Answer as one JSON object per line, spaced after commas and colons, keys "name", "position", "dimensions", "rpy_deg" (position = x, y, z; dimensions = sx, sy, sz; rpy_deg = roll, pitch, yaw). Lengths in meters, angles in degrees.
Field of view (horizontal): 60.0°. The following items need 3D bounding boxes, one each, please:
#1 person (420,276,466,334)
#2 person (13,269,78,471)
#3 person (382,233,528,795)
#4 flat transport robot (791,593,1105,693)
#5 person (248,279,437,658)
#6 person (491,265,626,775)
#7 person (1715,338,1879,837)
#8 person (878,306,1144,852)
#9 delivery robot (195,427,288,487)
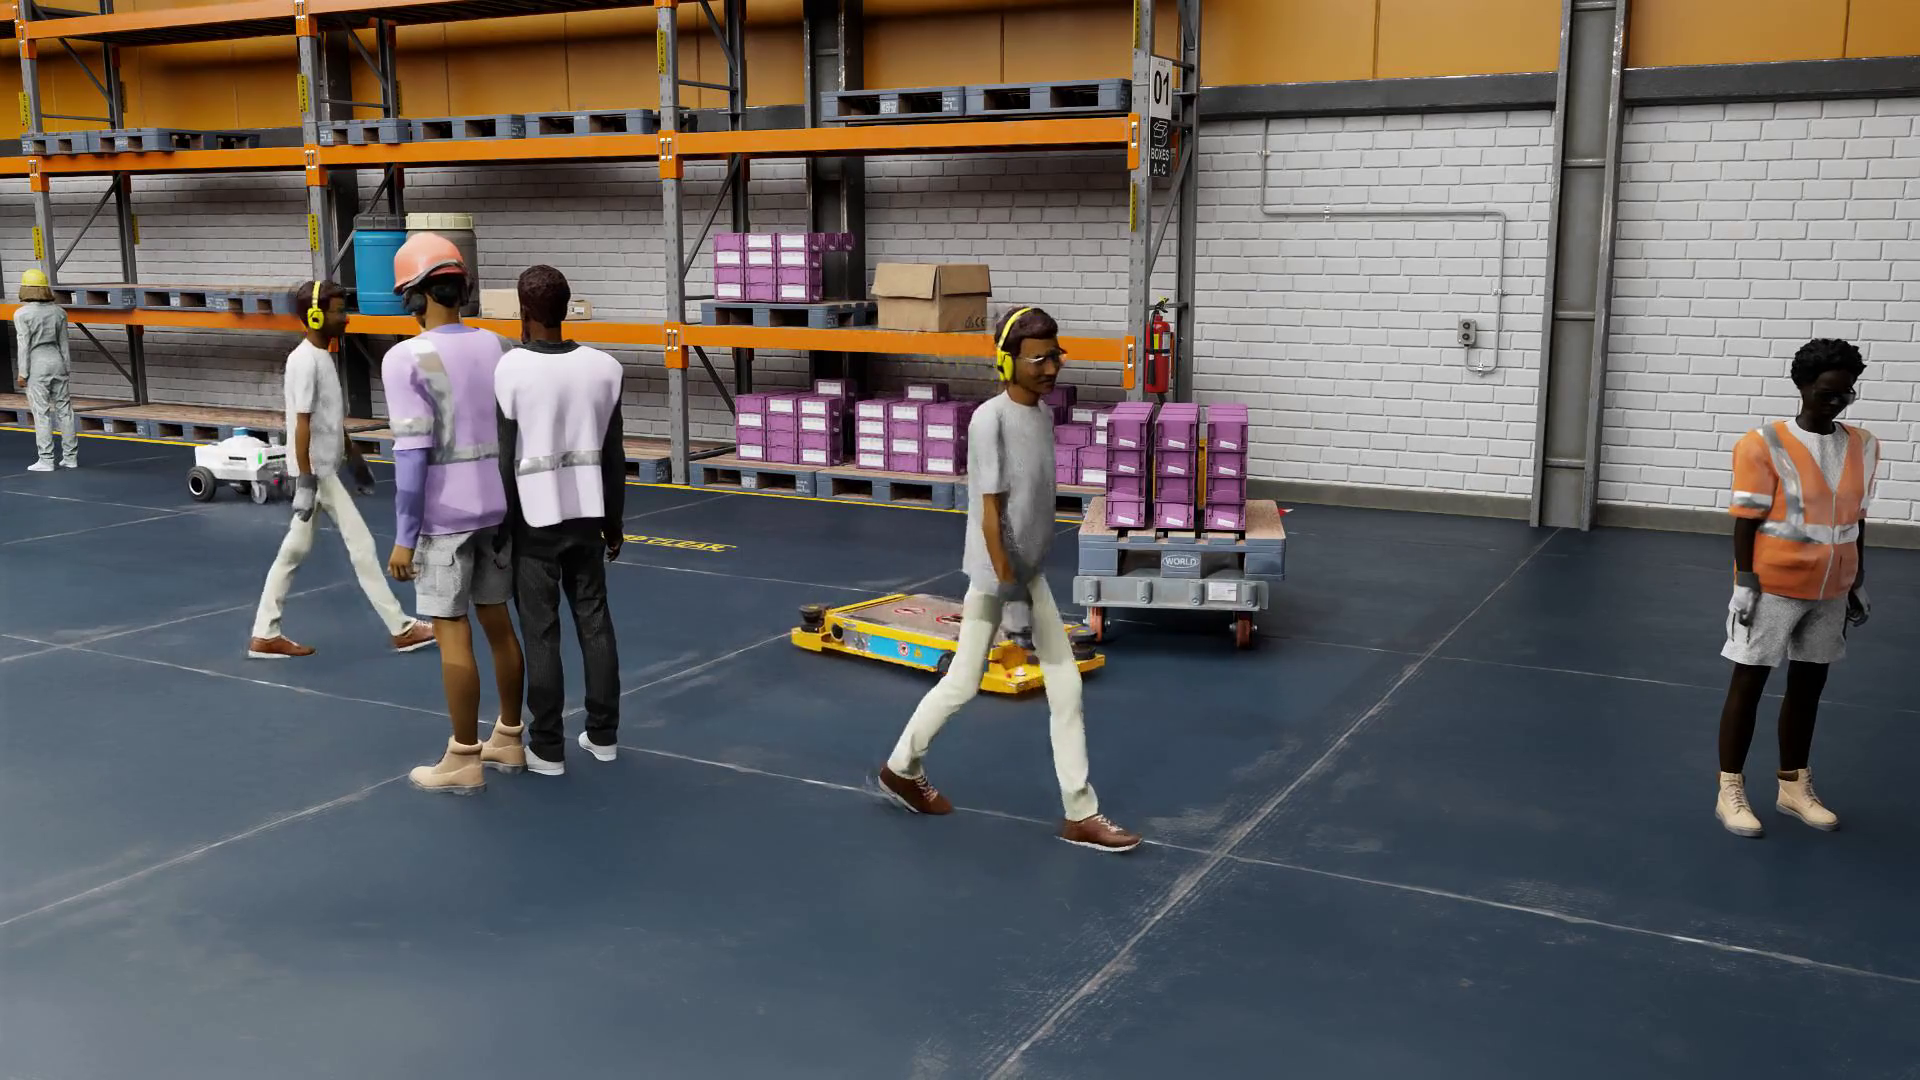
{"name": "person", "position": [-4.010, -1.304, 13.029], "dimensions": [0.368, 1.929, 0.542], "rpy_deg": [-8, 13, -36]}
{"name": "person", "position": [-7.975, -1.473, 14.465], "dimensions": [0.303, 1.743, 0.494], "rpy_deg": [5, 11, 24]}
{"name": "person", "position": [-1.857, -0.085, 6.062], "dimensions": [0.404, 2.033, 0.609], "rpy_deg": [5, 12, 26]}
{"name": "flat transport robot", "position": [-0.077, 0.459, 7.908], "dimensions": [1.431, 0.197, 0.652], "rpy_deg": [9, 14, 40]}
{"name": "person", "position": [-3.006, -0.329, 7.994], "dimensions": [0.972, 1.815, 0.530], "rpy_deg": [-3, 11, -18]}
{"name": "person", "position": [-1.522, -0.069, 6.284], "dimensions": [0.600, 1.917, 0.377], "rpy_deg": [-10, 14, -43]}
{"name": "person", "position": [2.839, 0.162, 5.640], "dimensions": [0.530, 1.692, 0.322], "rpy_deg": [-2, 11, -10]}
{"name": "person", "position": [0.128, 0.124, 5.573], "dimensions": [0.982, 1.819, 0.520], "rpy_deg": [7, 13, 35]}
{"name": "delivery robot", "position": [-5.507, -0.621, 12.771], "dimensions": [0.707, 0.478, 0.477], "rpy_deg": [3, 11, 23]}
